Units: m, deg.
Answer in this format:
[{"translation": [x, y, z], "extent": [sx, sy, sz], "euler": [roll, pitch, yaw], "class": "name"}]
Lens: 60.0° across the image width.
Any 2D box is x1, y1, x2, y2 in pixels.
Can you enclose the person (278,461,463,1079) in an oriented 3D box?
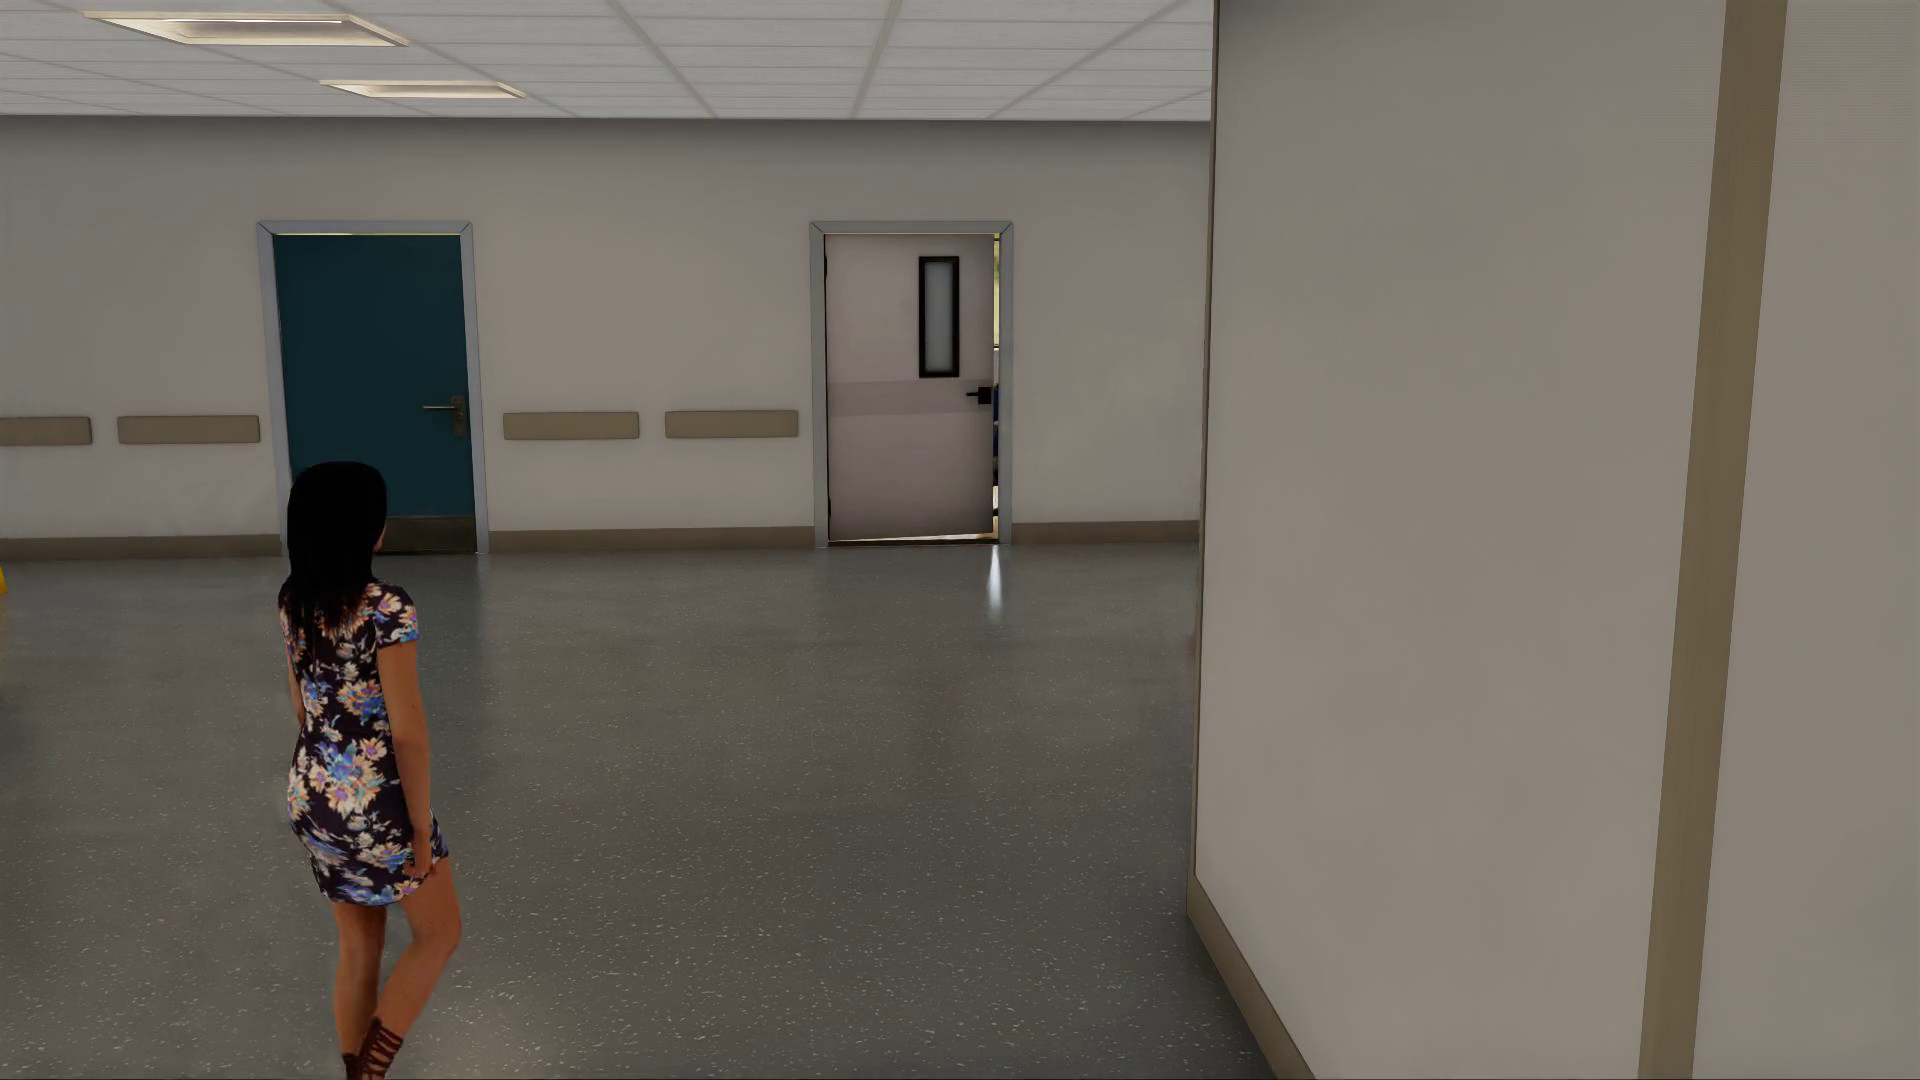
[{"translation": [-1.507, 0.682, 4.006], "extent": [0.701, 1.726, 0.774], "euler": [5, 12, 24], "class": "person"}]
